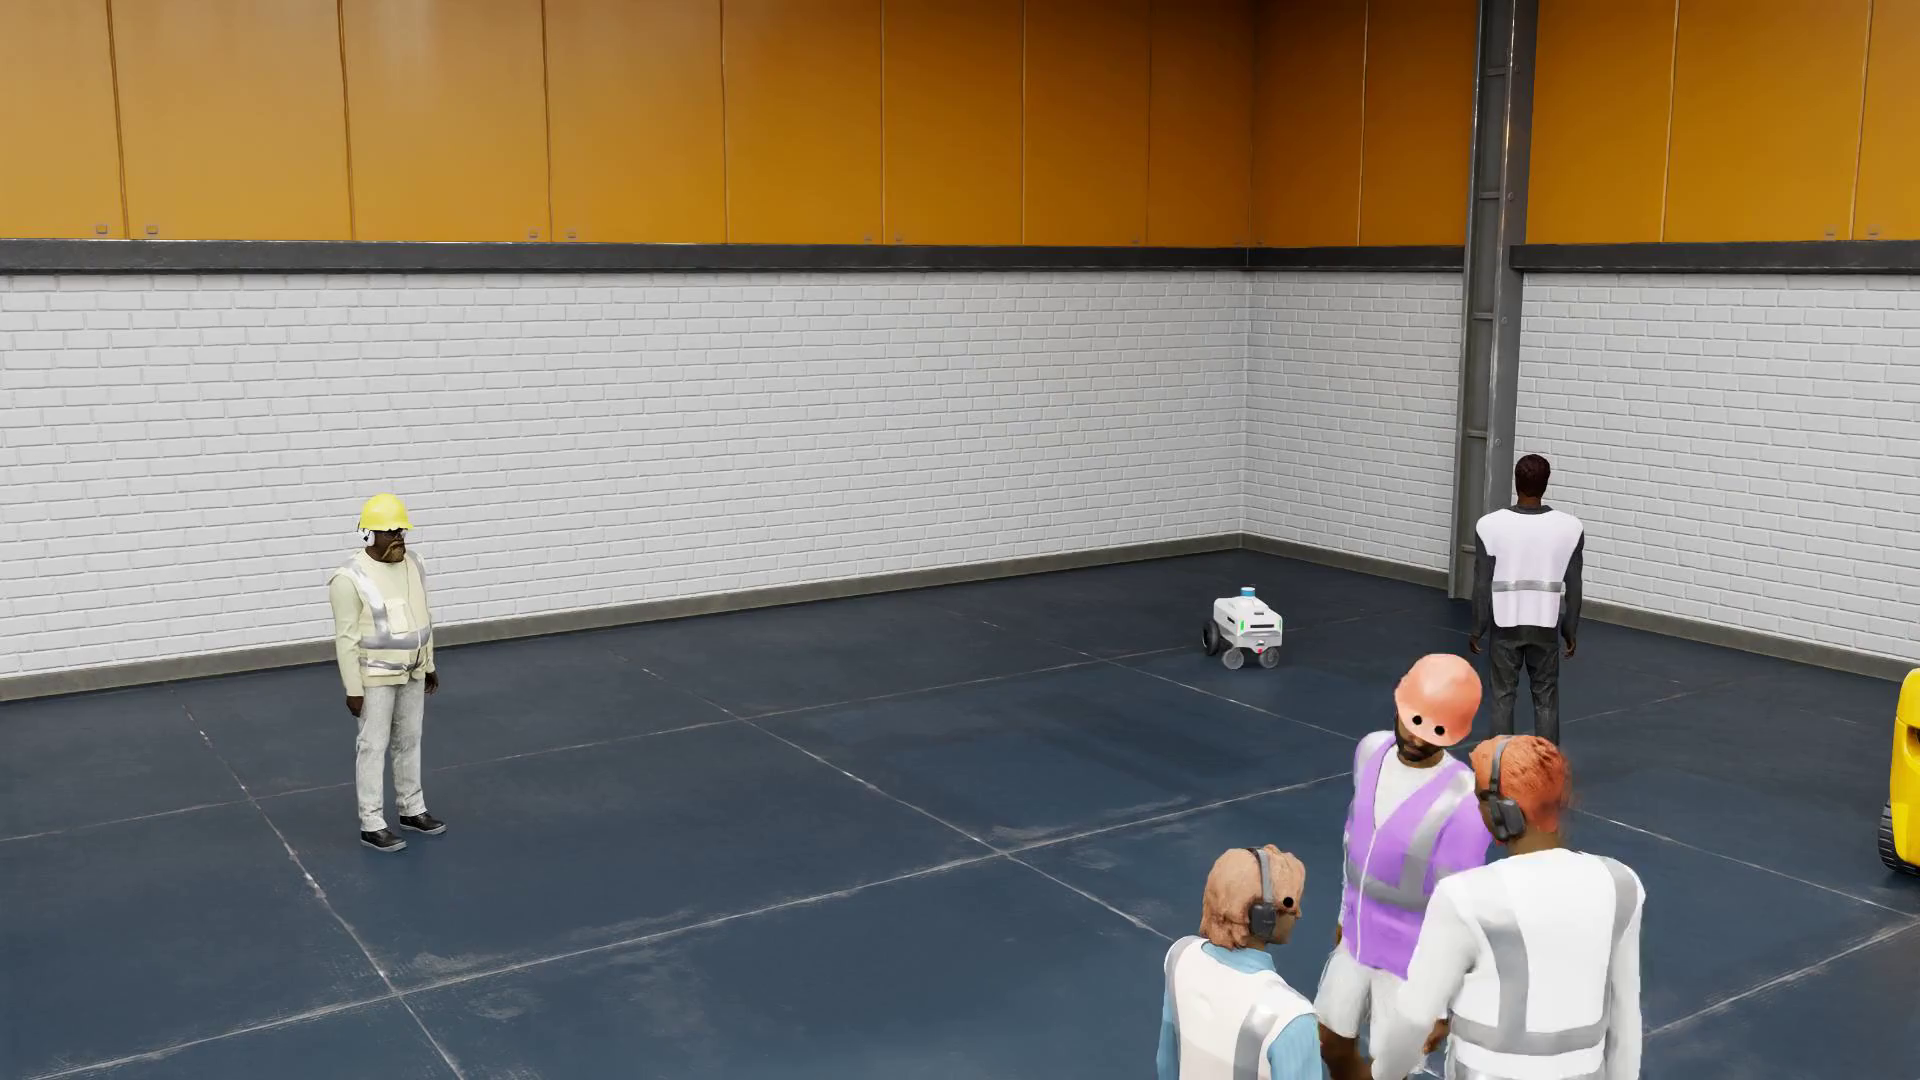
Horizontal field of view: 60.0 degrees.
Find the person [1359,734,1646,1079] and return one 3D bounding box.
[{"bbox_3d":[1.368,1.384,4.041,0.584,1.861,0.671,-4,10,-21],"label":"person"}]

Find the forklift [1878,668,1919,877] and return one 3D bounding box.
[{"bbox_3d":[5.511,0.571,7.906,2.313,2.155,1.214,-6,11,-33],"label":"forklift"}]

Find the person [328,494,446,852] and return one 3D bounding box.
[{"bbox_3d":[-2.901,0.664,8.469,0.403,1.824,0.593,4,10,25],"label":"person"}]

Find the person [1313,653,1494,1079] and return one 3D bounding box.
[{"bbox_3d":[1.298,1.218,4.967,0.376,1.872,0.670,-4,10,-24],"label":"person"}]

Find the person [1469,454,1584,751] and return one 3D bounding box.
[{"bbox_3d":[3.151,0.481,9.279,0.591,1.918,0.383,1,10,9],"label":"person"}]

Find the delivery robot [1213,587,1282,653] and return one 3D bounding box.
[{"bbox_3d":[2.142,0.597,12.394,0.477,0.478,0.707,-1,10,-8],"label":"delivery robot"}]

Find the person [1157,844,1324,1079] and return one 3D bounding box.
[{"bbox_3d":[0.653,1.513,3.906,0.310,1.636,0.523,-6,11,-30],"label":"person"}]
